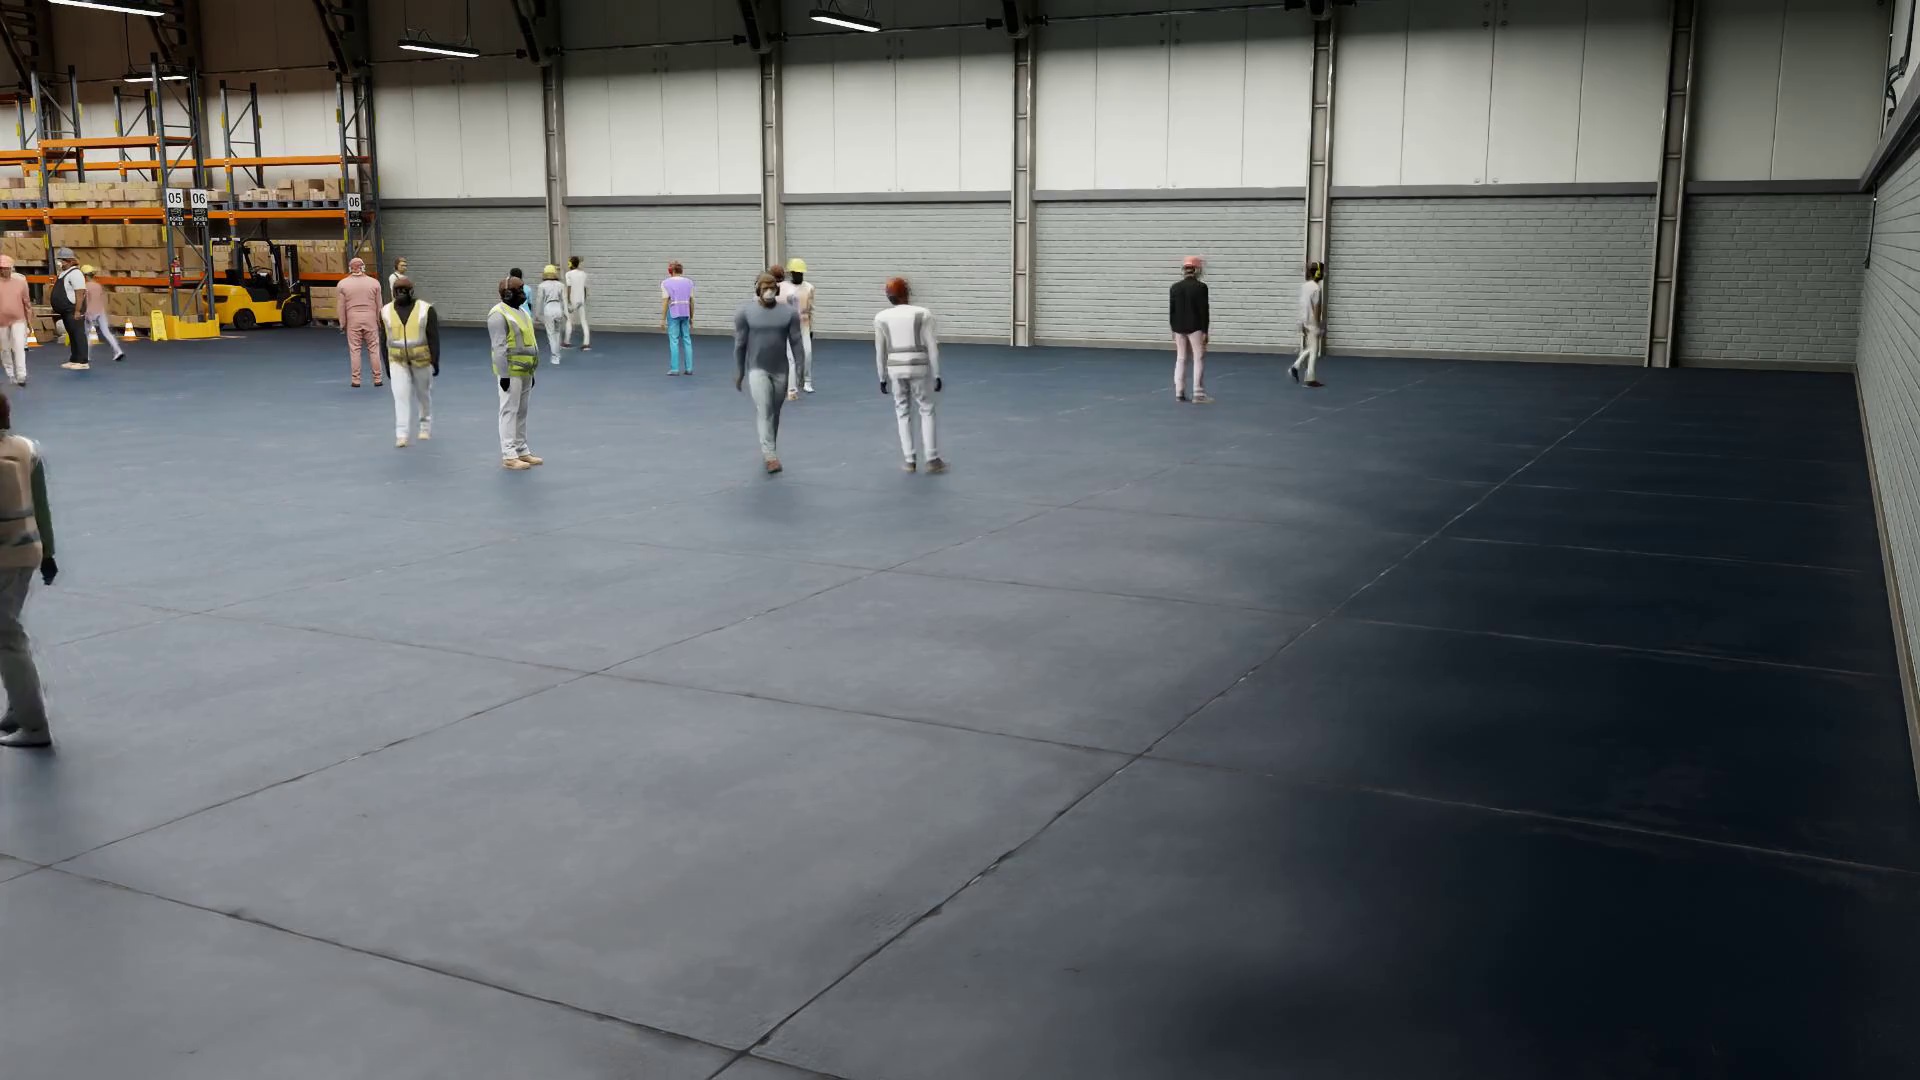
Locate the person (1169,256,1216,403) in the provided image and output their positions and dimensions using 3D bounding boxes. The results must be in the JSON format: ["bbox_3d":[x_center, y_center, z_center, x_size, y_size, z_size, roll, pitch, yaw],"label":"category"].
[{"bbox_3d":[3.138,-2.812,22.362,0.778,1.967,0.389,10,14,43],"label":"person"}]

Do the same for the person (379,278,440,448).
[{"bbox_3d":[-5.914,-1.925,17.937,0.635,1.799,0.955,-2,11,-9],"label":"person"}]

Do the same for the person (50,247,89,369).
[{"bbox_3d":[-14.952,-3.882,27.911,0.536,2.000,0.673,-9,14,-42],"label":"person"}]

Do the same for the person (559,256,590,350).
[{"bbox_3d":[-7.622,-4.681,32.844,0.917,1.825,0.542,9,14,41],"label":"person"}]

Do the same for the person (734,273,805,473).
[{"bbox_3d":[-1.816,-1.606,15.935,0.649,1.886,1.015,-3,11,-18],"label":"person"}]

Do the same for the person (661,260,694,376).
[{"bbox_3d":[-4.505,-3.546,26.615,0.572,1.843,0.373,-8,13,-39],"label":"person"}]

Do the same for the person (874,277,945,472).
[{"bbox_3d":[-0.500,-1.569,15.838,0.660,1.840,0.345,2,11,10],"label":"person"}]

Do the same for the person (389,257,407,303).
[{"bbox_3d":[-10.150,-4.200,30.196,0.346,1.841,0.506,1,10,7],"label":"person"}]

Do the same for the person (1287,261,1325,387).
[{"bbox_3d":[5.175,-3.180,24.609,0.464,1.847,0.538,-3,11,-16],"label":"person"}]

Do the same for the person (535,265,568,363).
[{"bbox_3d":[-7.230,-3.980,29.321,0.502,1.713,0.755,-8,13,-38],"label":"person"}]

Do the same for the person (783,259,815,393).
[{"bbox_3d":[-2.310,-3.030,23.639,0.604,1.899,0.718,-4,11,-20],"label":"person"}]

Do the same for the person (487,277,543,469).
[{"bbox_3d":[-4.288,-1.612,16.080,0.429,1.844,0.625,2,11,9],"label":"person"}]

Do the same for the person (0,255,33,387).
[{"bbox_3d":[-14.202,-3.265,24.826,0.637,1.941,1.054,-7,12,-32],"label":"person"}]

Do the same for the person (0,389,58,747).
[{"bbox_3d":[-4.263,0.114,7.280,0.581,1.619,0.518,2,11,9],"label":"person"}]

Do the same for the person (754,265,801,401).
[{"bbox_3d":[-2.470,-2.803,22.576,0.621,1.845,0.429,-1,10,-4],"label":"person"}]

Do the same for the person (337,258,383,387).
[{"bbox_3d":[-8.874,-3.214,24.652,0.637,1.904,0.403,-4,11,-23],"label":"person"}]

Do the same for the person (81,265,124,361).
[{"bbox_3d":[-15.361,-4.034,29.611,0.886,1.729,0.535,3,11,14],"label":"person"}]

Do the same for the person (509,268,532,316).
[{"bbox_3d":[-7.718,-3.880,28.904,0.548,1.665,0.764,-9,13,-39],"label":"person"}]

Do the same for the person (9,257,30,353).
[{"bbox_3d":[-18.121,-4.488,31.785,0.600,1.831,0.404,-7,13,-34],"label":"person"}]
